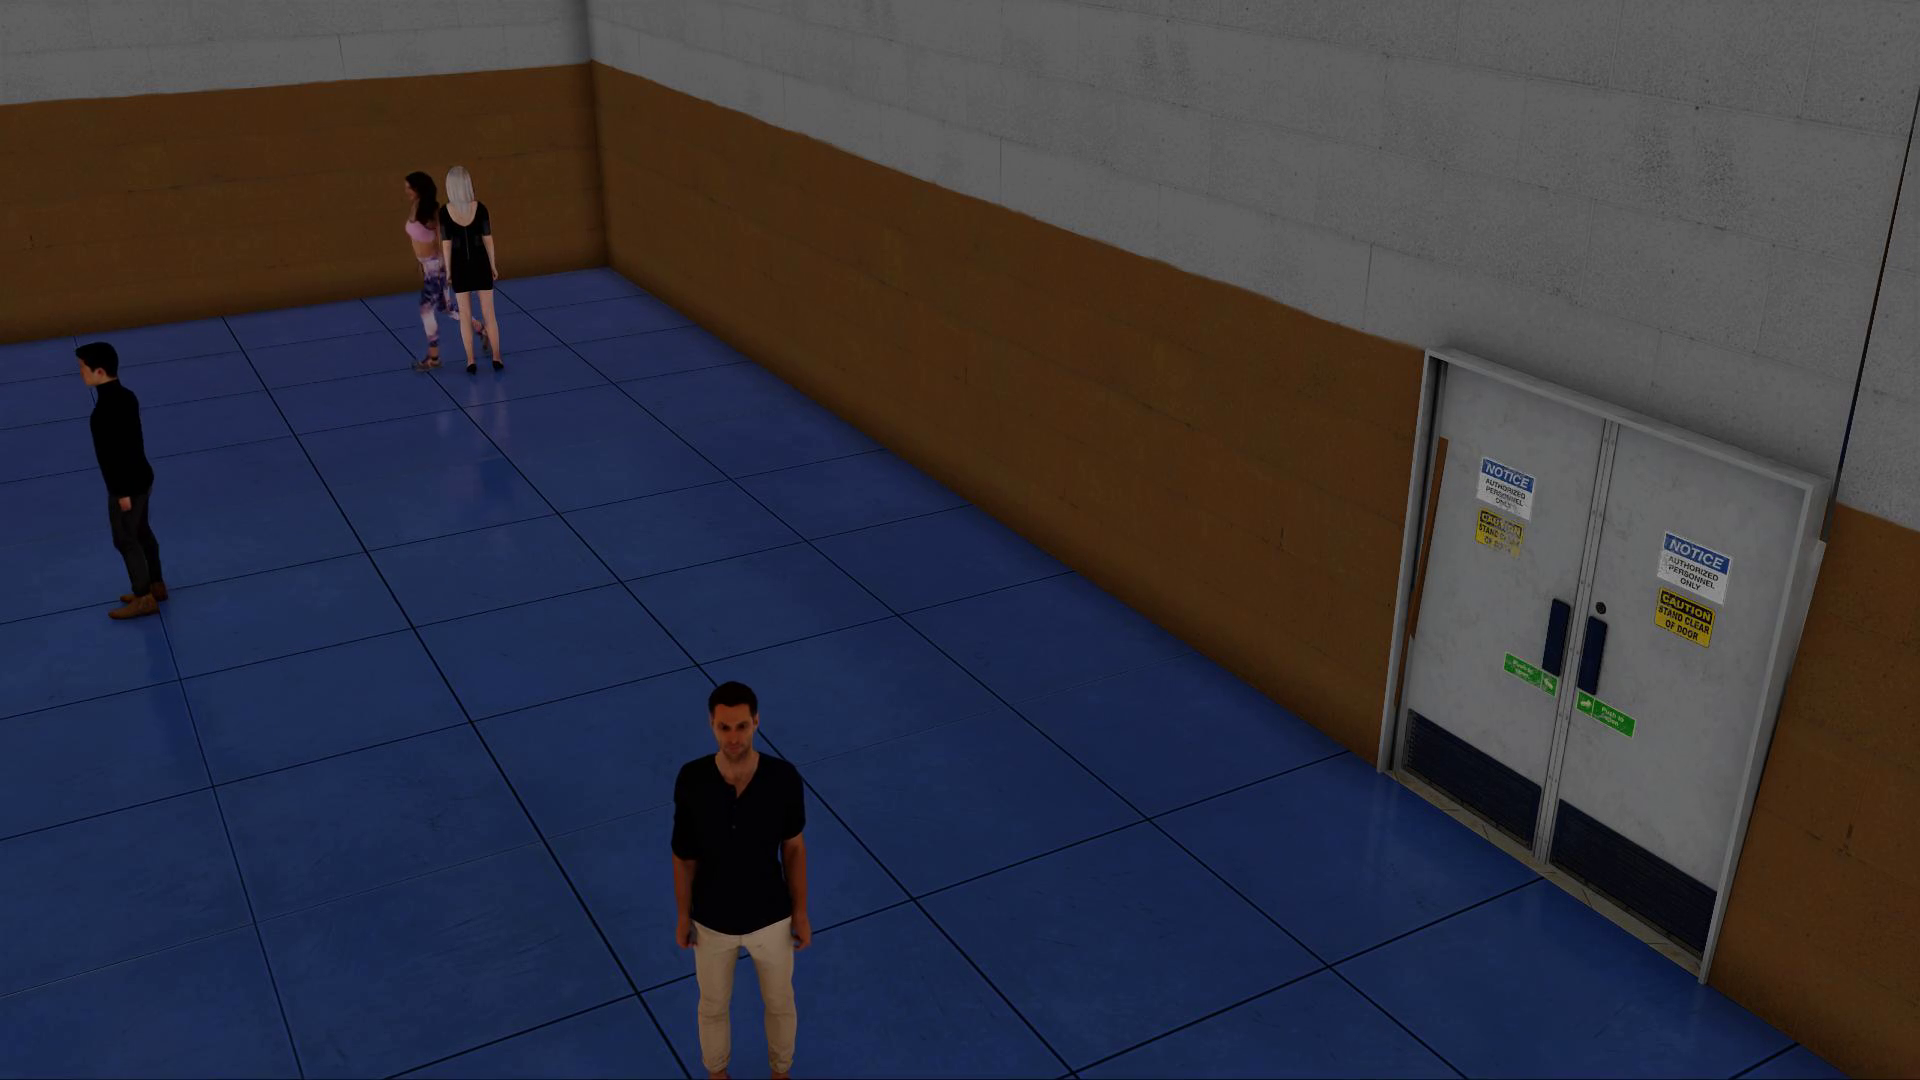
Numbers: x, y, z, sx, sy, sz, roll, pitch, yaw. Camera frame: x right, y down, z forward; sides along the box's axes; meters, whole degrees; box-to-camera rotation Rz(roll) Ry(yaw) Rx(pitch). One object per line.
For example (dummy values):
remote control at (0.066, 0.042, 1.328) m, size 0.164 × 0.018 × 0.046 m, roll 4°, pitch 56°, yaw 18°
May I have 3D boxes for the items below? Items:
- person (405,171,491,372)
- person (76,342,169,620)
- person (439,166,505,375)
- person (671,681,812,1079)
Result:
person at (-4.594, -2.400, 14.798) m, size 1.142 × 1.735 × 0.763 m, roll -21°, pitch 31°, yaw -40°
person at (-5.094, -0.388, 10.219) m, size 0.696 × 1.721 × 0.729 m, roll -5°, pitch 24°, yaw -12°
person at (-4.298, -2.367, 14.606) m, size 0.515 × 1.829 × 0.693 m, roll -7°, pitch 25°, yaw -16°
person at (-0.793, 1.344, 6.056) m, size 0.627 × 1.860 × 0.773 m, roll -2°, pitch 24°, yaw -4°
